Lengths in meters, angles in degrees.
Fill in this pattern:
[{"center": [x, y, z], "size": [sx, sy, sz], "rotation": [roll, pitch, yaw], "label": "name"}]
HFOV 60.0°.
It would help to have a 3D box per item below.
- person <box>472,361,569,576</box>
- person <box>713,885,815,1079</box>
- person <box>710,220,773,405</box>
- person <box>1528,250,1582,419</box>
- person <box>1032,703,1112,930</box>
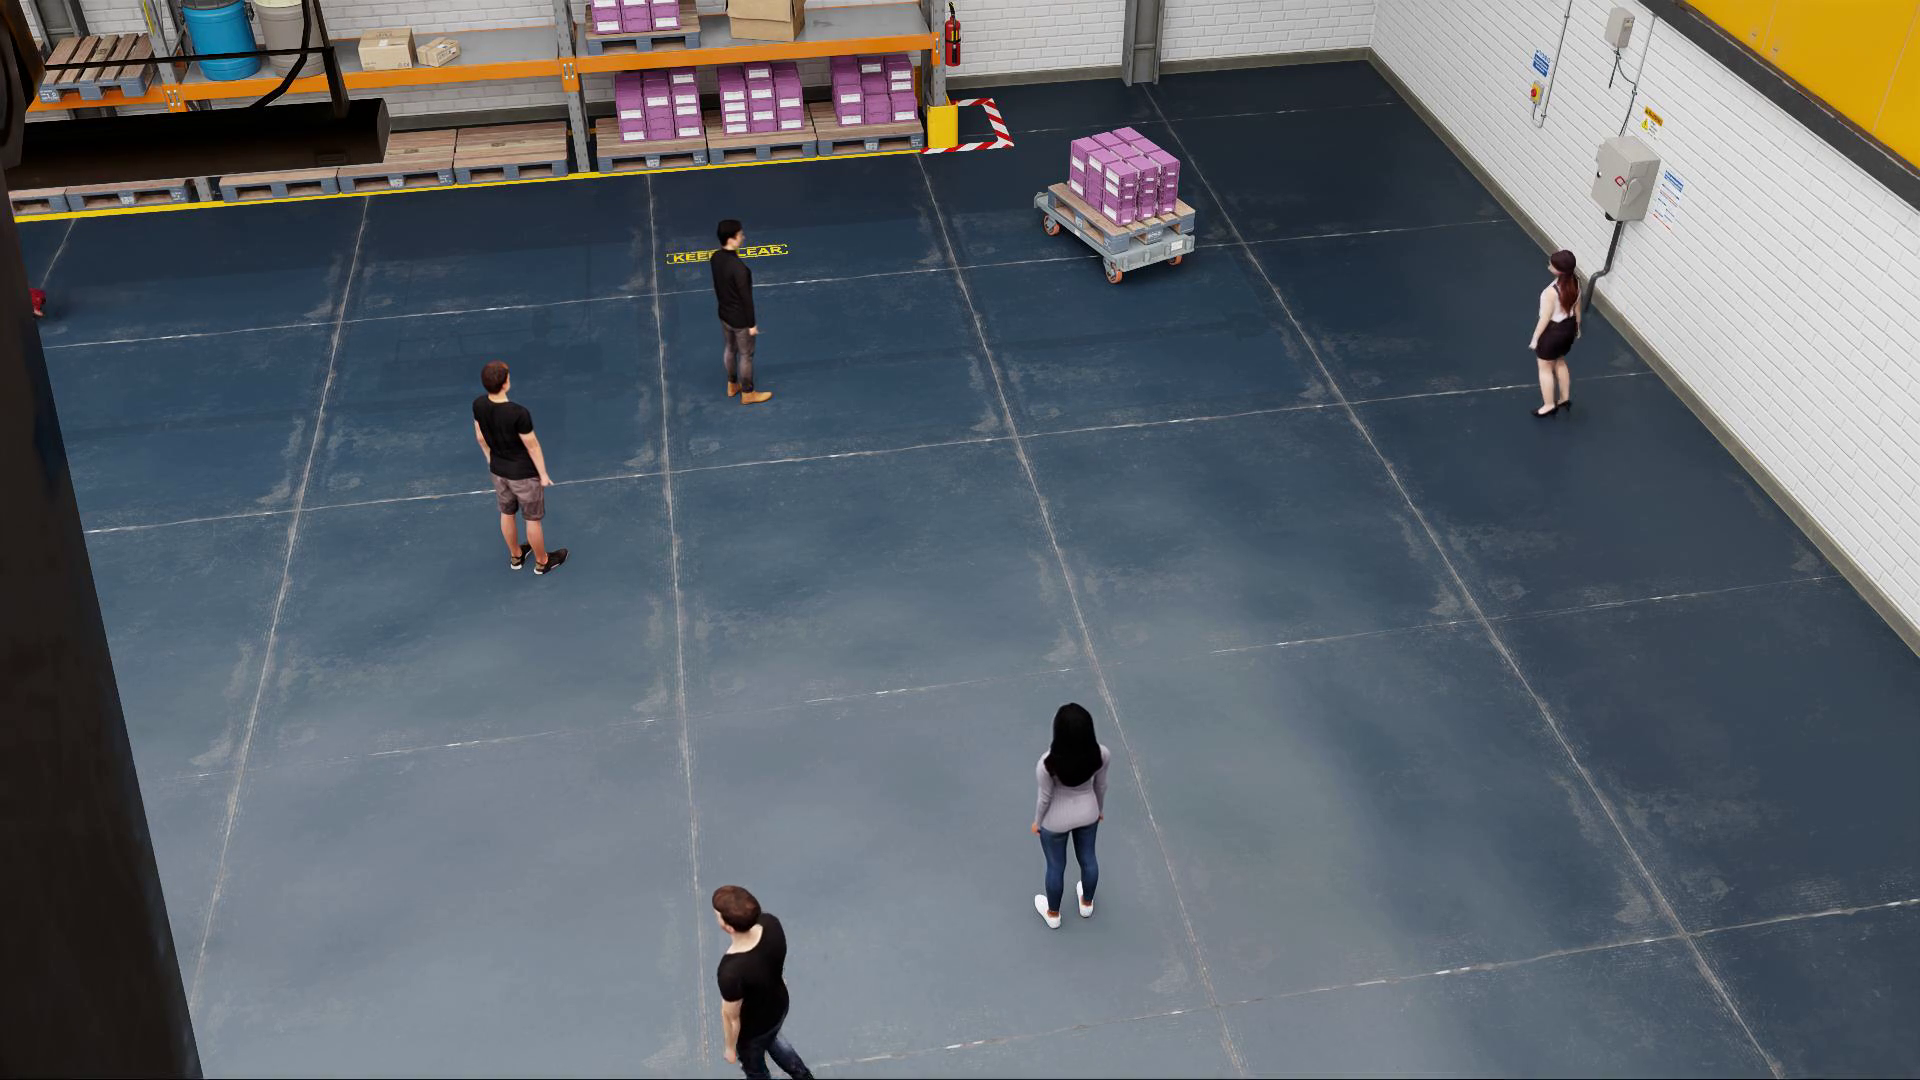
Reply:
[{"center": [-3.362, -0.542, 12.499], "size": [0.711, 1.862, 0.832], "rotation": [14, 41, 17], "label": "person"}, {"center": [-0.980, 2.489, 8.683], "size": [1.008, 1.887, 0.931], "rotation": [18, 42, 21], "label": "person"}, {"center": [-1.939, -1.974, 14.404], "size": [0.721, 1.723, 0.725], "rotation": [-28, 46, -30], "label": "person"}, {"center": [5.126, -1.720, 14.173], "size": [0.724, 1.613, 0.826], "rotation": [-16, 41, -19], "label": "person"}, {"center": [0.656, 1.644, 9.858], "size": [0.501, 1.741, 0.694], "rotation": [-11, 40, -13], "label": "person"}]
